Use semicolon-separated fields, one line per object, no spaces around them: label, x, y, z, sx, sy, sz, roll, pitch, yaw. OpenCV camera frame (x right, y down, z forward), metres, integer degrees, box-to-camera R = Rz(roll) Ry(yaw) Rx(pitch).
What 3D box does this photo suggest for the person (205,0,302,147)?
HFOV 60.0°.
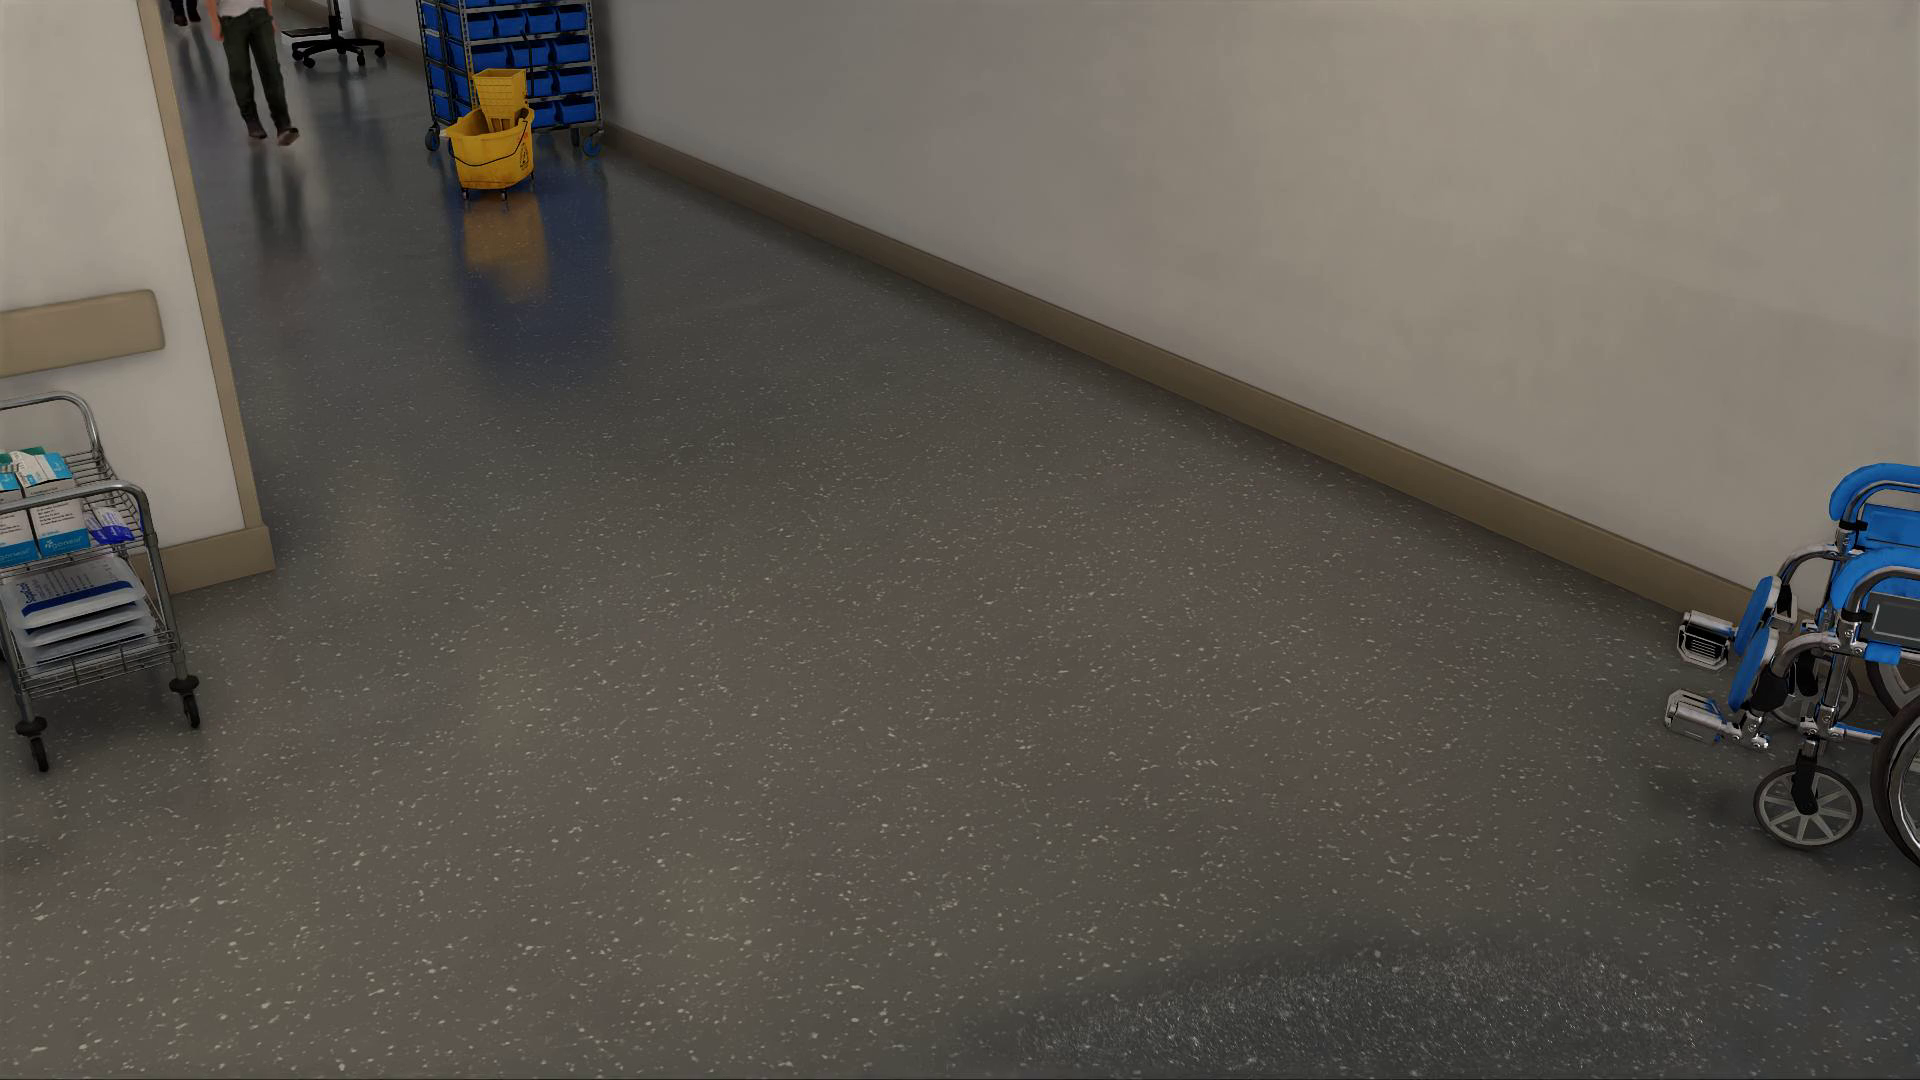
person;-4.768;-3.436;10.999;0.975;1.619;0.669;-18;31;-33
